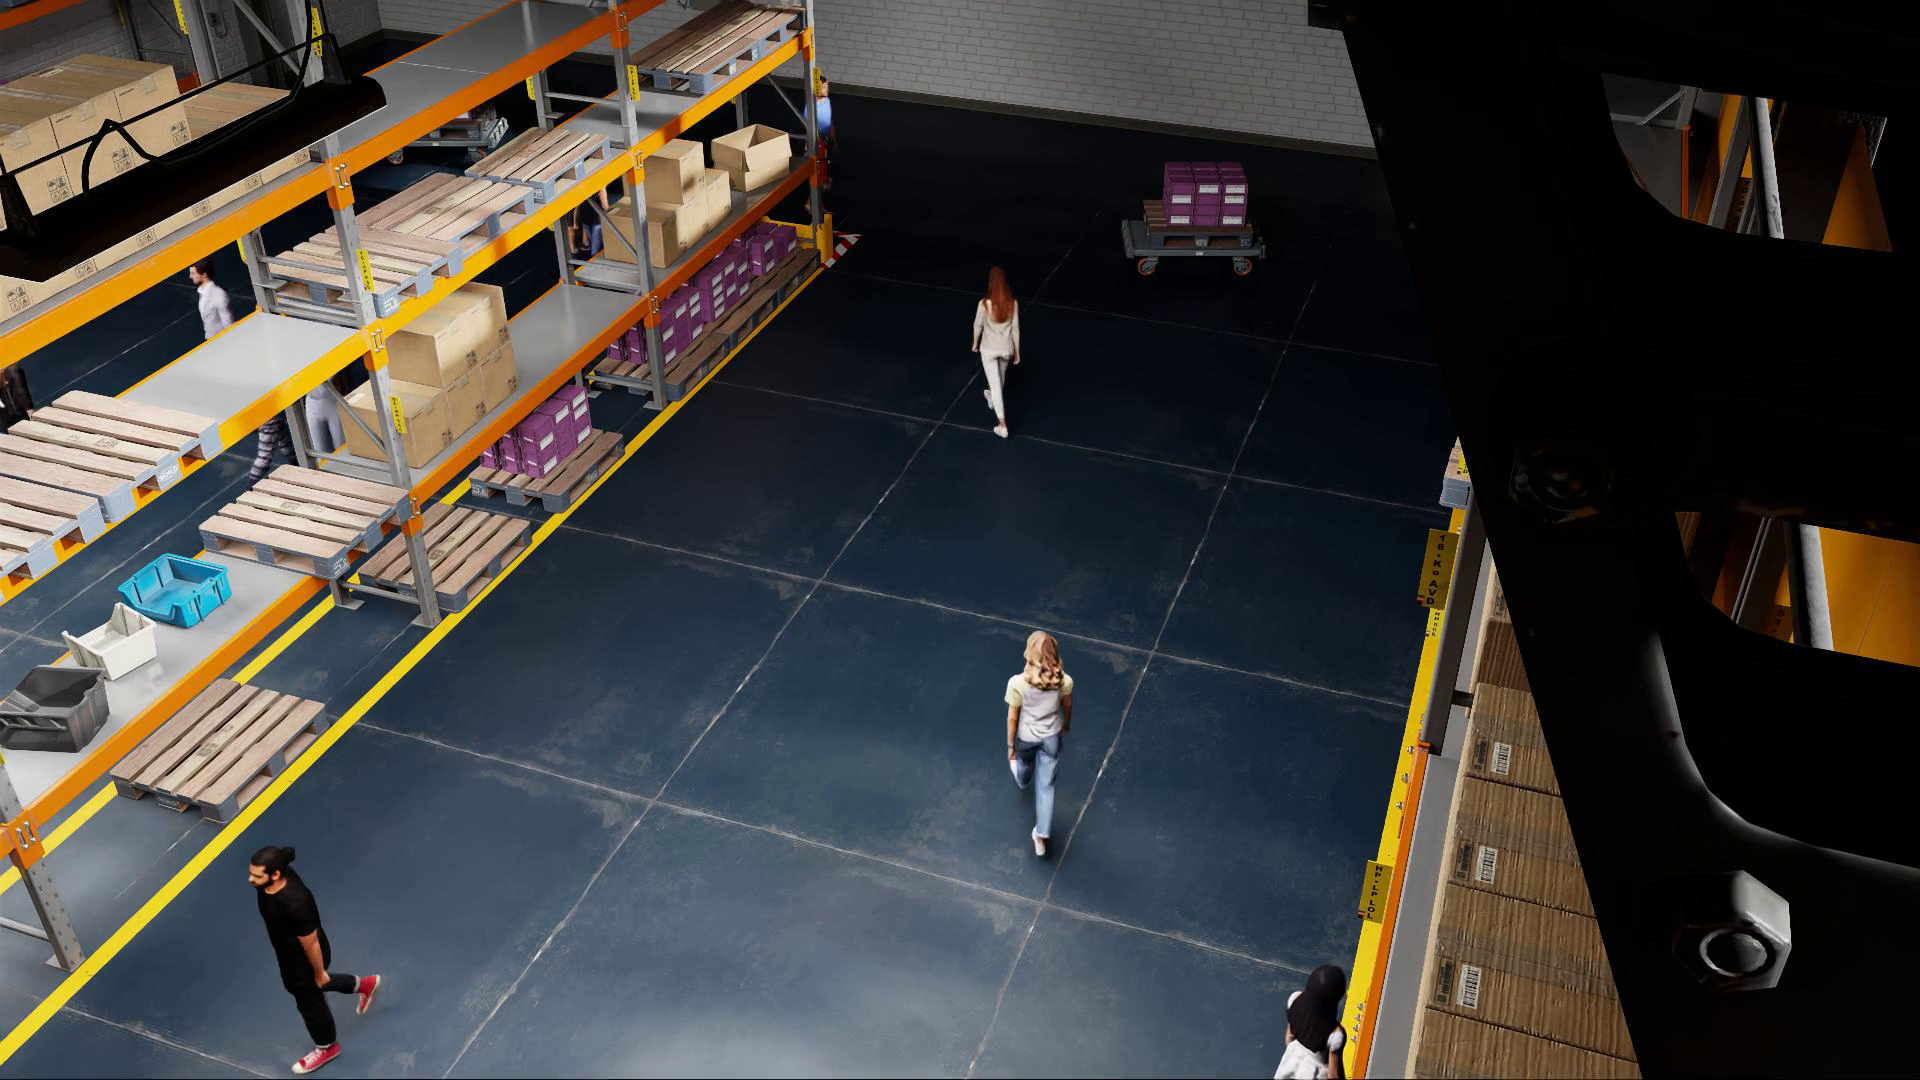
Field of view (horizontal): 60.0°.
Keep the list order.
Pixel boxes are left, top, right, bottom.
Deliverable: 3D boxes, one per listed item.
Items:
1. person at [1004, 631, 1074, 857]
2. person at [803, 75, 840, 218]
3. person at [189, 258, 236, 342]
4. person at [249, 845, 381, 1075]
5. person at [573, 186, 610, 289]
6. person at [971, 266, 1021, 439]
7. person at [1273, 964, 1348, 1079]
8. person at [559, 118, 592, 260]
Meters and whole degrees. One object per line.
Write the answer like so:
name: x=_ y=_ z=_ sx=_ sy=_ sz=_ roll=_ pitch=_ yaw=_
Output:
person: x=0.563 y=1.434 z=11.458 sx=1.007 sy=1.669 sz=1.233 roll=-5 pitch=34 yaw=-7
person: x=-1.845 y=-4.956 z=20.909 sx=0.726 sy=1.849 sz=0.626 roll=15 pitch=36 yaw=21
person: x=-7.158 y=-1.956 z=16.404 sx=0.837 sy=1.839 sz=0.802 roll=-22 pitch=40 yaw=-30
person: x=-3.851 y=2.413 z=9.917 sx=1.023 sy=1.744 sz=0.891 roll=-27 pitch=42 yaw=-34
person: x=-4.152 y=-3.672 z=19.137 sx=0.744 sy=1.671 sz=1.143 roll=19 pitch=38 yaw=26
person: x=0.388 y=-1.804 z=16.335 sx=1.042 sy=1.662 sz=1.187 roll=-10 pitch=35 yaw=-15
person: x=1.895 y=2.971 z=9.054 sx=0.823 sy=1.769 sz=0.783 roll=-20 pitch=38 yaw=-27
person: x=-4.681 y=-4.157 z=19.827 sx=0.658 sy=1.714 sz=0.704 roll=19 pitch=38 yaw=27
